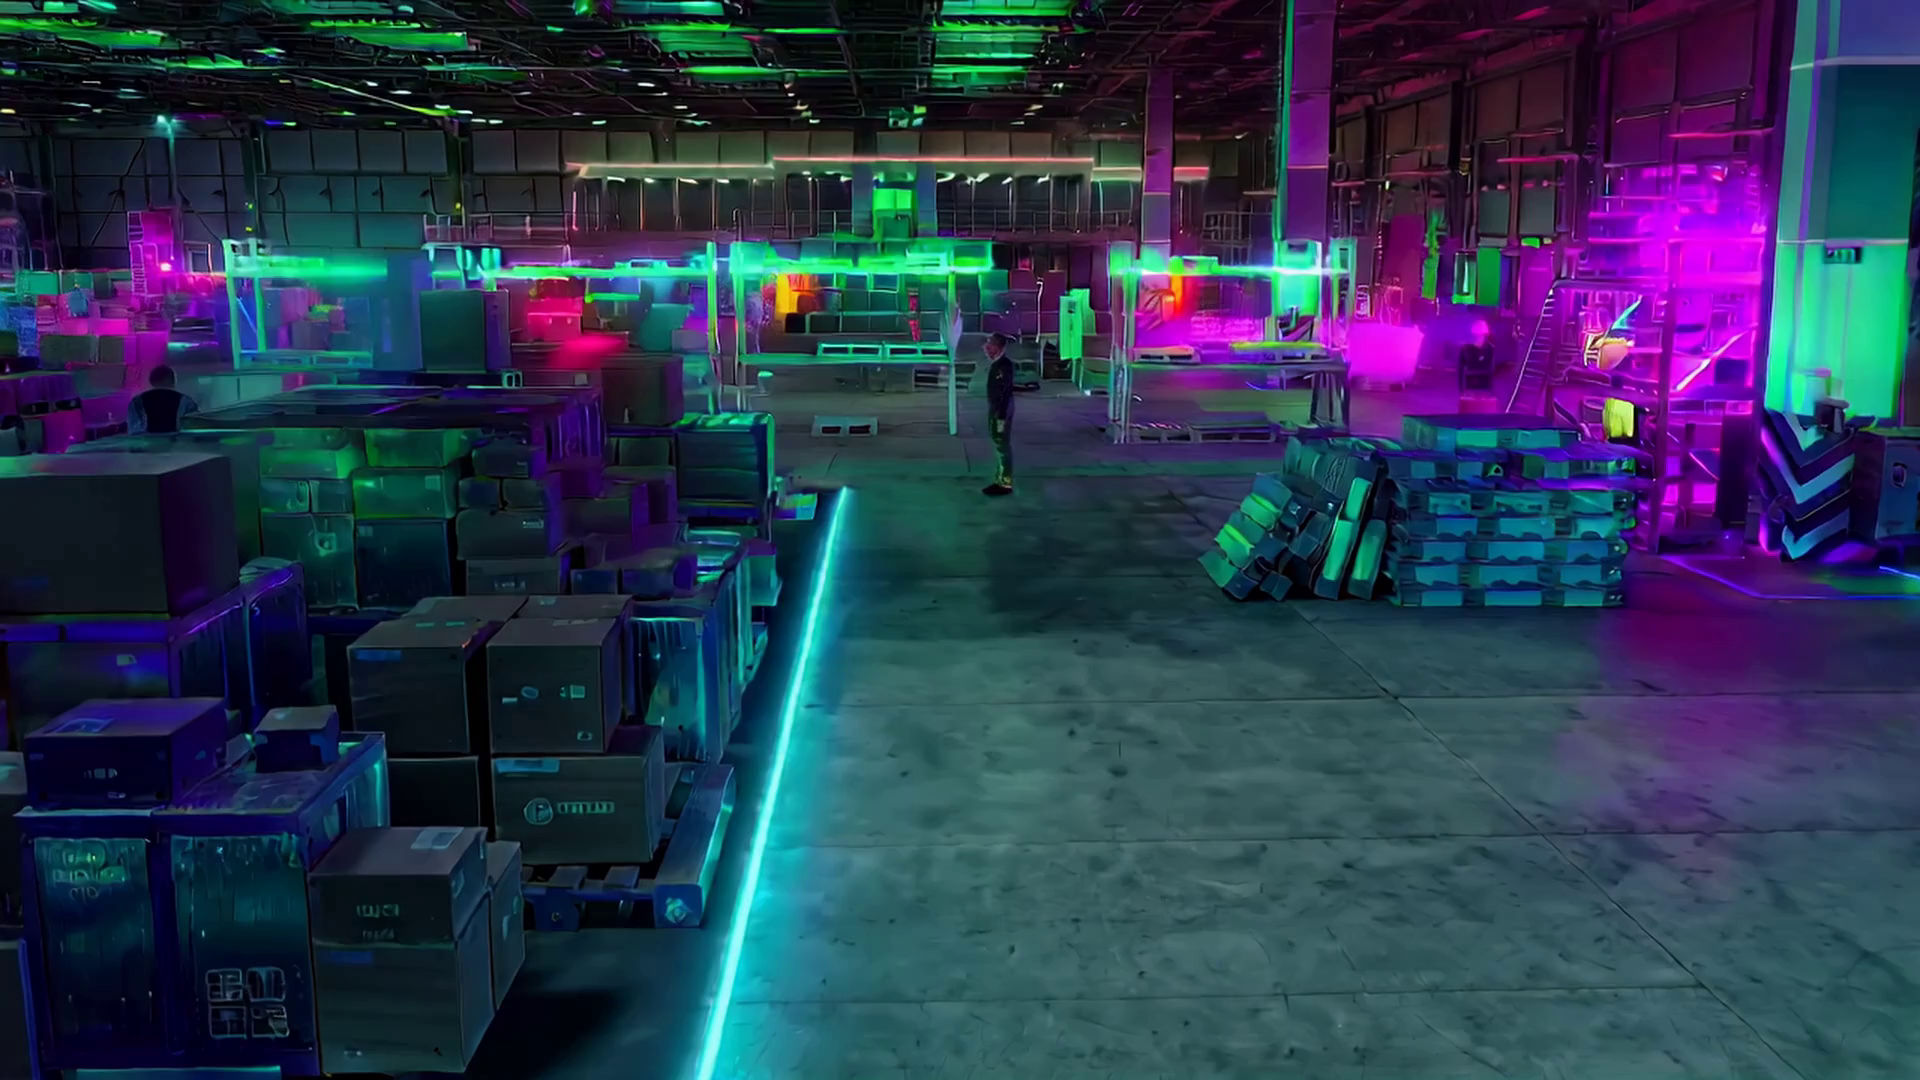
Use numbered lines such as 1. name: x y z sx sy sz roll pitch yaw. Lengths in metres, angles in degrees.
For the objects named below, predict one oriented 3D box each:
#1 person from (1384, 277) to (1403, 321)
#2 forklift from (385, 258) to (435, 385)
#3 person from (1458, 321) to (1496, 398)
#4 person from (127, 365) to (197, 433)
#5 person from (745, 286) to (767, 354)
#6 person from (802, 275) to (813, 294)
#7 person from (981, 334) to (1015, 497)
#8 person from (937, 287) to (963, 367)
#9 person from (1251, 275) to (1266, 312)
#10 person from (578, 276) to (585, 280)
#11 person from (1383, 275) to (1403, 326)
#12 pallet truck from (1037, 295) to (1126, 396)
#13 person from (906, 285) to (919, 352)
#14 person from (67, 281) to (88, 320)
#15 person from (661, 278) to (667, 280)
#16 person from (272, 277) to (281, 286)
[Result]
1. person: 14.569 -7.938 55.925 0.632 1.915 0.885 2 10 11
2. forklift: -6.955 -2.200 21.236 1.873 2.768 1.129 0 10 -2
3. person: 7.424 -2.186 23.858 0.601 1.903 0.589 -2 10 -9
4. person: -7.821 -0.805 16.400 0.649 1.827 0.434 -4 11 -22
5. person: -5.389 -5.702 43.543 0.565 1.868 1.070 -5 11 -24
6. person: -5.187 -8.029 56.388 0.392 1.920 0.589 4 11 23
7. person: 0.472 -1.486 19.893 0.376 1.937 0.629 -2 10 -9
8. person: -0.225 -4.666 37.316 0.542 2.000 0.703 8 13 39
9. person: 13.001 -10.845 72.432 0.661 1.786 0.982 -2 10 -13
10. person: -13.257 -8.386 58.313 0.349 1.942 0.545 8 13 37
11. person: 14.110 -7.637 54.140 0.629 1.950 0.948 1 10 6
12. pallet truck: 2.483 -3.881 33.060 1.885 1.965 0.823 -7 13 -36
13. person: -1.264 -5.836 44.265 0.337 1.882 0.584 -3 11 -17
14. person: -27.519 -7.164 51.869 0.599 1.818 0.499 -2 10 -10
15. person: -9.487 -7.492 53.563 0.588 1.864 0.571 6 12 28
16. person: -25.573 -8.964 62.199 0.493 1.709 0.860 -1 10 -5
